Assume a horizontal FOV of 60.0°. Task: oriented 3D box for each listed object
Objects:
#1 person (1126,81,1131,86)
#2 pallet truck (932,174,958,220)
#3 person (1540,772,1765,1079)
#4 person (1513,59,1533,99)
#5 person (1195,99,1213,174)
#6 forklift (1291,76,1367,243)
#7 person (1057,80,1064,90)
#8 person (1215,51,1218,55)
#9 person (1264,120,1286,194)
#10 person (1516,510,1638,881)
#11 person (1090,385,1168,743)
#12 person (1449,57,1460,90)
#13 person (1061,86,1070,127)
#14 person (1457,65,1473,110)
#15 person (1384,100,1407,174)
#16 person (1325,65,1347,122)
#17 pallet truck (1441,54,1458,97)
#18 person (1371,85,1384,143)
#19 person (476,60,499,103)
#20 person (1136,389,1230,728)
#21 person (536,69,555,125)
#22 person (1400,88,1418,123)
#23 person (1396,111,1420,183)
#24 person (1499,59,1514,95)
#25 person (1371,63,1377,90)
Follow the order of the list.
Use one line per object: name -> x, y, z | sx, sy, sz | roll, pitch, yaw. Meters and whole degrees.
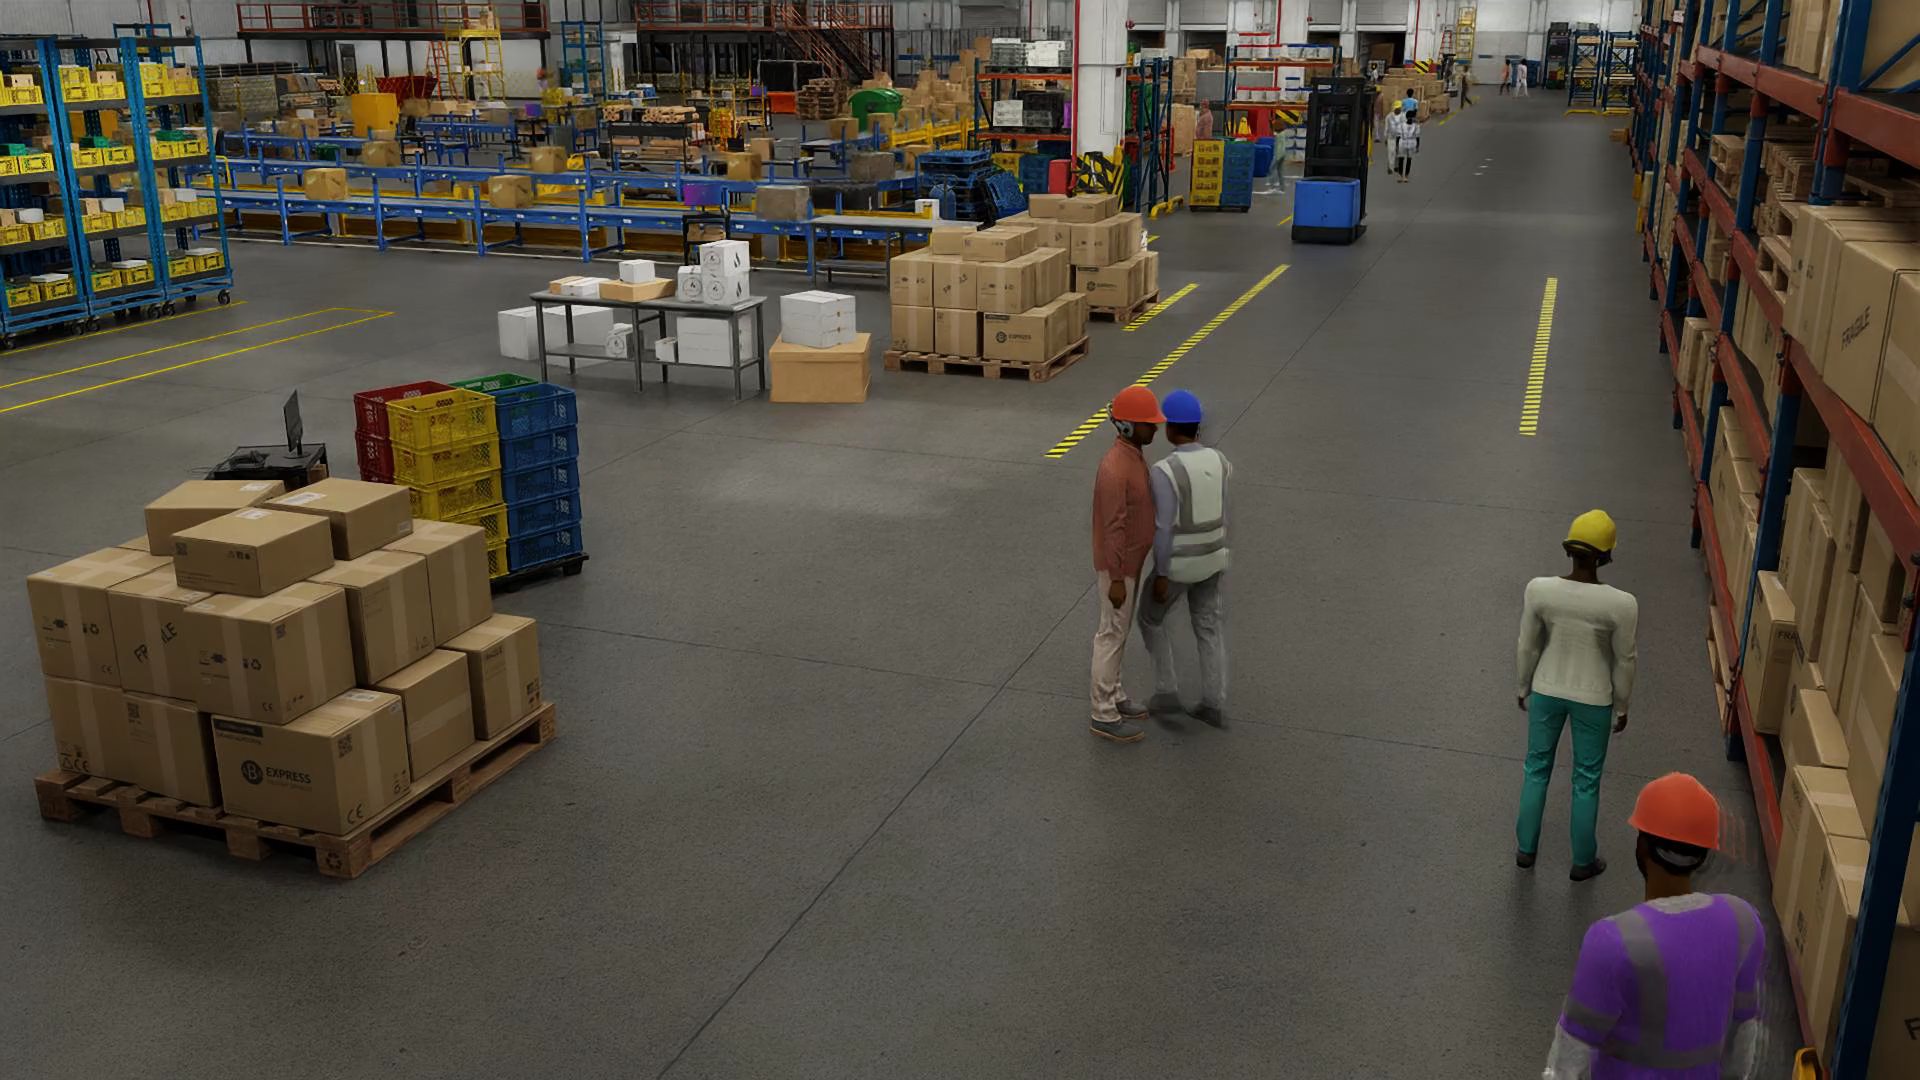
person -> 6.048, -16.117, 60.238 | 0.374, 1.992, 0.622 | -2, 18, -6
pallet truck -> -0.507, -5.292, 27.348 | 0.653, 1.274, 1.630 | 6, 19, 19
person -> 1.910, 1.601, 4.721 | 0.668, 1.906, 0.490 | -7, 19, -22
person -> 26.053, -21.301, 76.828 | 0.657, 1.801, 0.936 | -16, 23, -40
person -> 5.825, -9.550, 39.754 | 0.403, 1.904, 0.637 | 2, 18, 6
forklift -> 6.598, -6.755, 29.381 | 1.129, 2.768, 1.873 | 6, 19, 19
person -> 4.790, -22.272, 79.684 | 0.470, 1.921, 0.636 | -9, 20, -27
person -> 13.349, -24.489, 86.639 | 0.461, 1.930, 0.631 | -6, 19, -17
person -> 6.985, -8.485, 36.867 | 0.565, 1.613, 0.520 | 6, 19, 19
person -> 2.839, 0.718, 7.706 | 0.523, 1.769, 0.320 | 12, 22, 34
person -> 0.923, 0.119, 9.217 | 0.397, 1.992, 0.621 | 4, 18, 13
person -> 25.262, -23.855, 85.037 | 0.492, 1.697, 0.855 | -9, 20, -27
person -> 3.243, -12.970, 50.769 | 0.540, 1.731, 0.802 | 7, 19, 21
person -> 20.726, -18.509, 68.031 | 0.615, 1.825, 0.526 | -1, 18, -4
person -> 10.914, -10.089, 41.620 | 0.588, 1.799, 0.880 | 3, 18, 11
person -> 13.857, -16.387, 61.007 | 0.688, 2.000, 0.690 | 16, 24, 41
pallet truck -> 22.765, -21.886, 78.355 | 0.823, 1.965, 1.885 | -4, 18, -14
person -> 12.853, -13.223, 51.567 | 0.532, 1.735, 0.846 | -10, 20, -28
person -> -21.012, -20.234, 73.454 | 1.025, 1.826, 0.597 | -4, 18, -12
person -> 1.287, 0.117, 9.368 | 0.622, 1.908, 0.595 | -14, 23, -38
person -> -14.420, -15.266, 57.569 | 1.050, 1.986, 0.630 | -12, 21, -33
person -> 13.627, -12.873, 50.567 | 0.534, 1.672, 0.746 | 4, 18, 11
person -> 10.546, -9.254, 39.186 | 0.549, 1.662, 0.712 | 3, 18, 10
person -> 26.479, -22.356, 80.348 | 0.768, 1.663, 0.551 | 0, 18, -1
person -> 17.102, -18.813, 68.908 | 0.328, 1.872, 0.513 | 4, 18, 14
